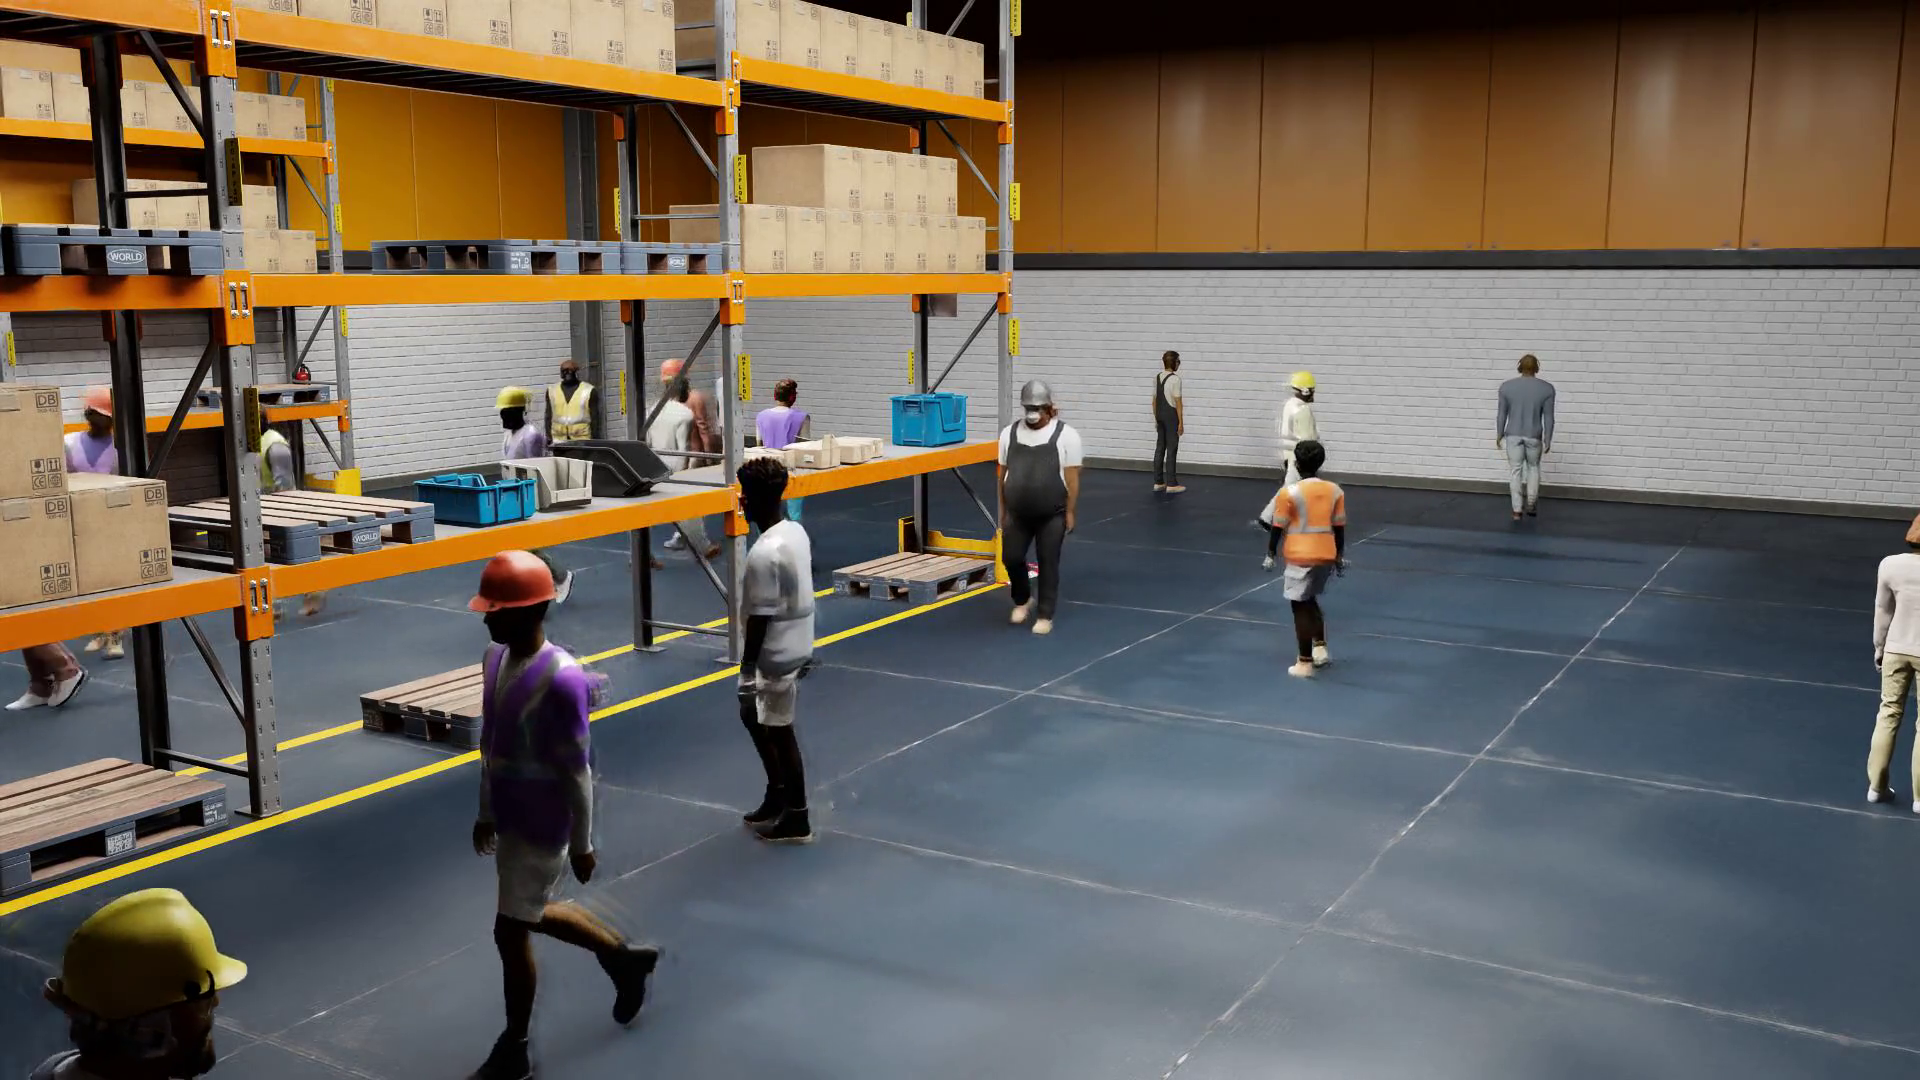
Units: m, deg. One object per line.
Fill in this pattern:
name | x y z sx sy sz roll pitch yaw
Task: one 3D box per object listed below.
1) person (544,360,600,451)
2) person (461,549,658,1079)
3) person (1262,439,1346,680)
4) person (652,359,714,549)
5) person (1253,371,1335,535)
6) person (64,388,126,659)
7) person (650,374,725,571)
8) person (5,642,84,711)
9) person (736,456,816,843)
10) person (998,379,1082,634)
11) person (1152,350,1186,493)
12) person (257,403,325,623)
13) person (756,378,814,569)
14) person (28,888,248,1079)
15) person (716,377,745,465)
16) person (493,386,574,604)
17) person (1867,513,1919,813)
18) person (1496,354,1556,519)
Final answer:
person | -4.606 -1.228 19.750 0.632 1.827 0.517 0 9 0
person | -1.443 0.954 5.875 0.819 1.910 0.546 -8 12 -40
person | 2.436 0.135 11.690 0.549 1.677 0.424 -5 10 -27
person | -2.940 -0.883 17.173 0.657 1.957 0.847 6 11 32
person | 3.629 -0.931 18.003 0.894 1.802 0.597 0 9 -1
person | -6.402 -0.122 12.375 0.690 2.008 0.526 -1 9 -9
person | -2.748 -0.649 15.999 0.630 1.881 1.059 7 12 38
person | -6.087 0.180 10.776 0.639 1.891 0.416 8 12 42
person | -0.976 0.554 8.236 0.555 1.948 0.651 1 9 9
person | 0.605 -0.272 13.120 0.684 2.000 0.539 3 9 16
person | 2.720 -1.538 21.626 0.332 1.844 0.516 -6 11 -34
person | -5.550 -0.208 13.437 0.523 1.818 0.648 -8 12 -42
person | -1.674 -0.610 15.845 0.571 1.840 0.373 3 10 20
person | -1.350 1.475 2.982 0.625 1.785 0.902 9 13 44
person | -2.823 -1.390 20.654 0.329 1.865 0.509 -7 12 -38
person | -3.617 -0.338 13.928 0.575 1.911 0.616 -7 12 -39
person | 5.078 0.628 8.801 0.281 1.625 0.497 -6 11 -32
person | 6.550 -1.200 19.309 0.632 1.920 0.573 3 9 17
